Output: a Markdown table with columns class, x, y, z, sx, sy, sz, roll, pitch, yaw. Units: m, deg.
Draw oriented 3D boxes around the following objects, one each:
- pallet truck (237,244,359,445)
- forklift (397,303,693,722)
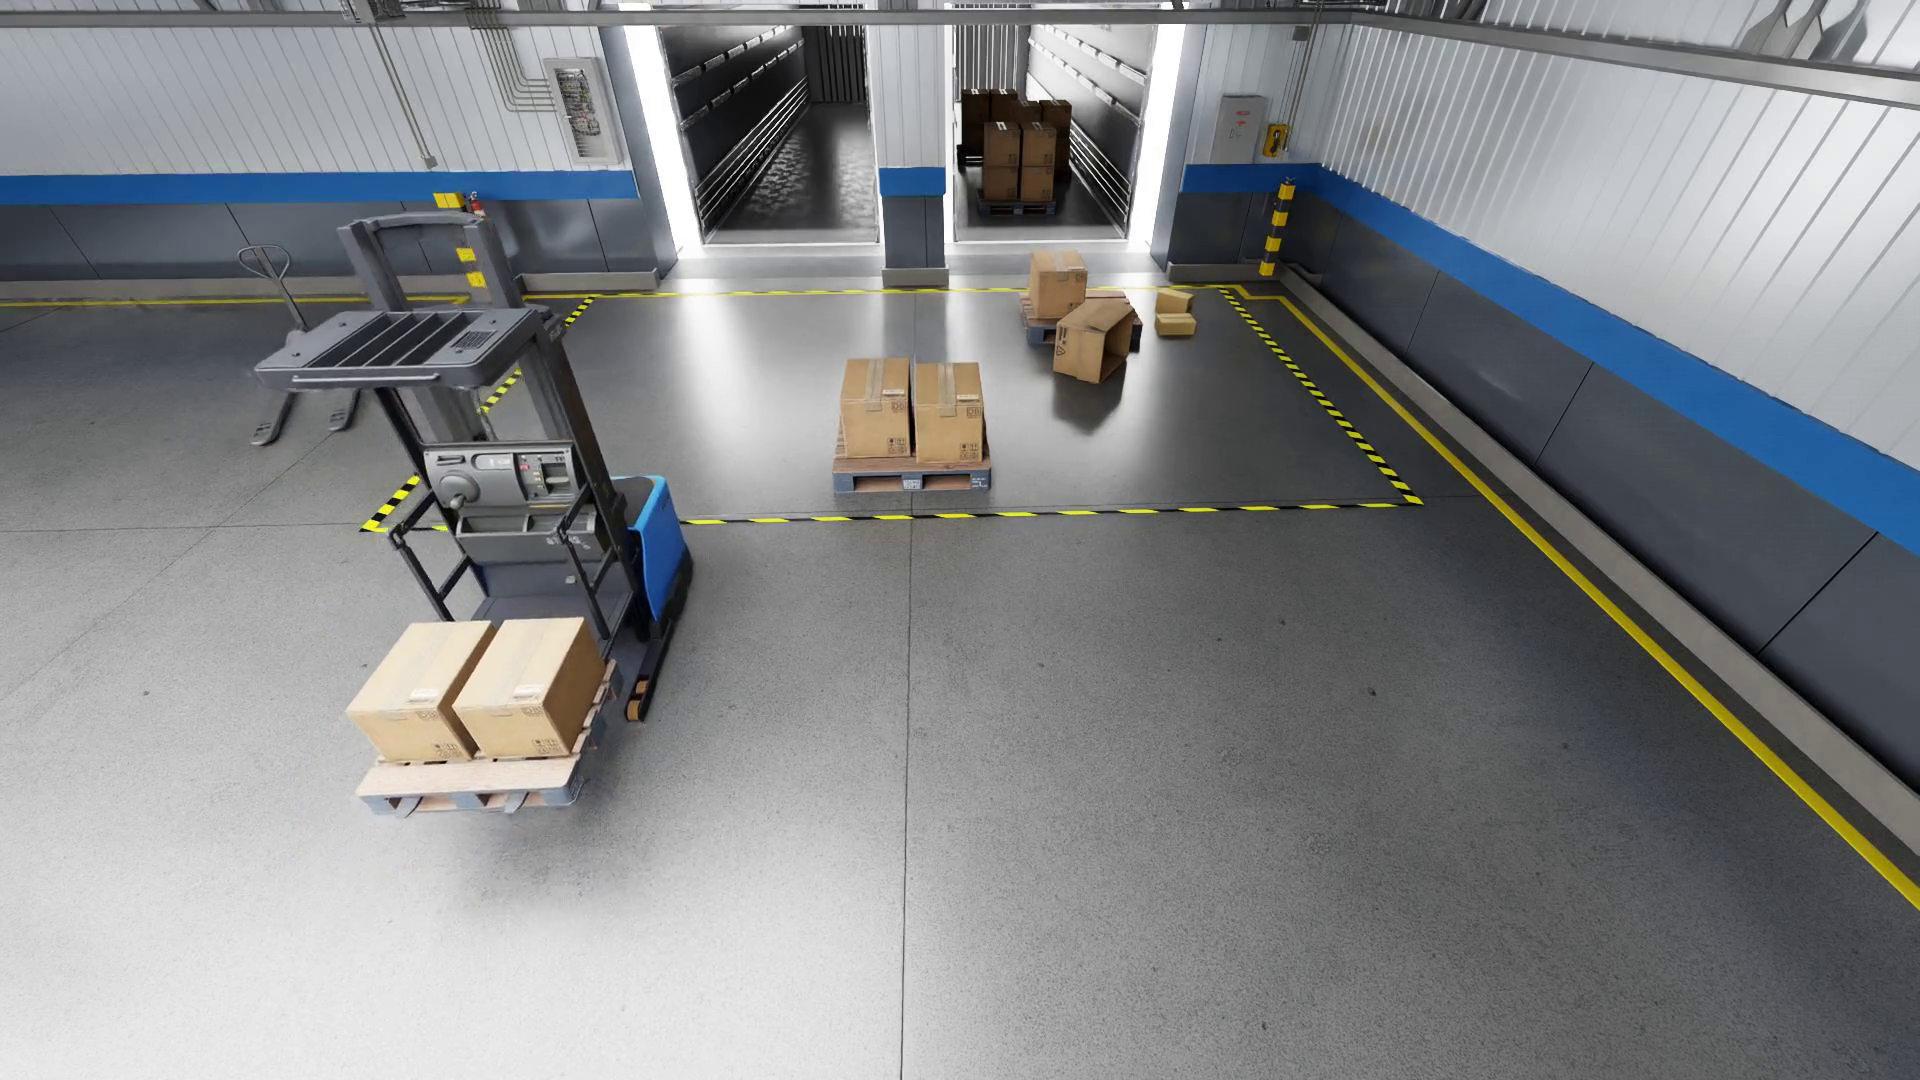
| class | x | y | z | sx | sy | sz | roll | pitch | yaw |
| --- | --- | --- | --- | --- | --- | --- | --- | --- | --- |
| pallet truck | -5.915 | -1.733 | 6.366 | 0.680 | 1.201 | 1.601 | -18 | 42 | -21 |
| forklift | -2.111 | -0.318 | 3.938 | 0.716 | 2.013 | 0.776 | -2 | 39 | -2 |
